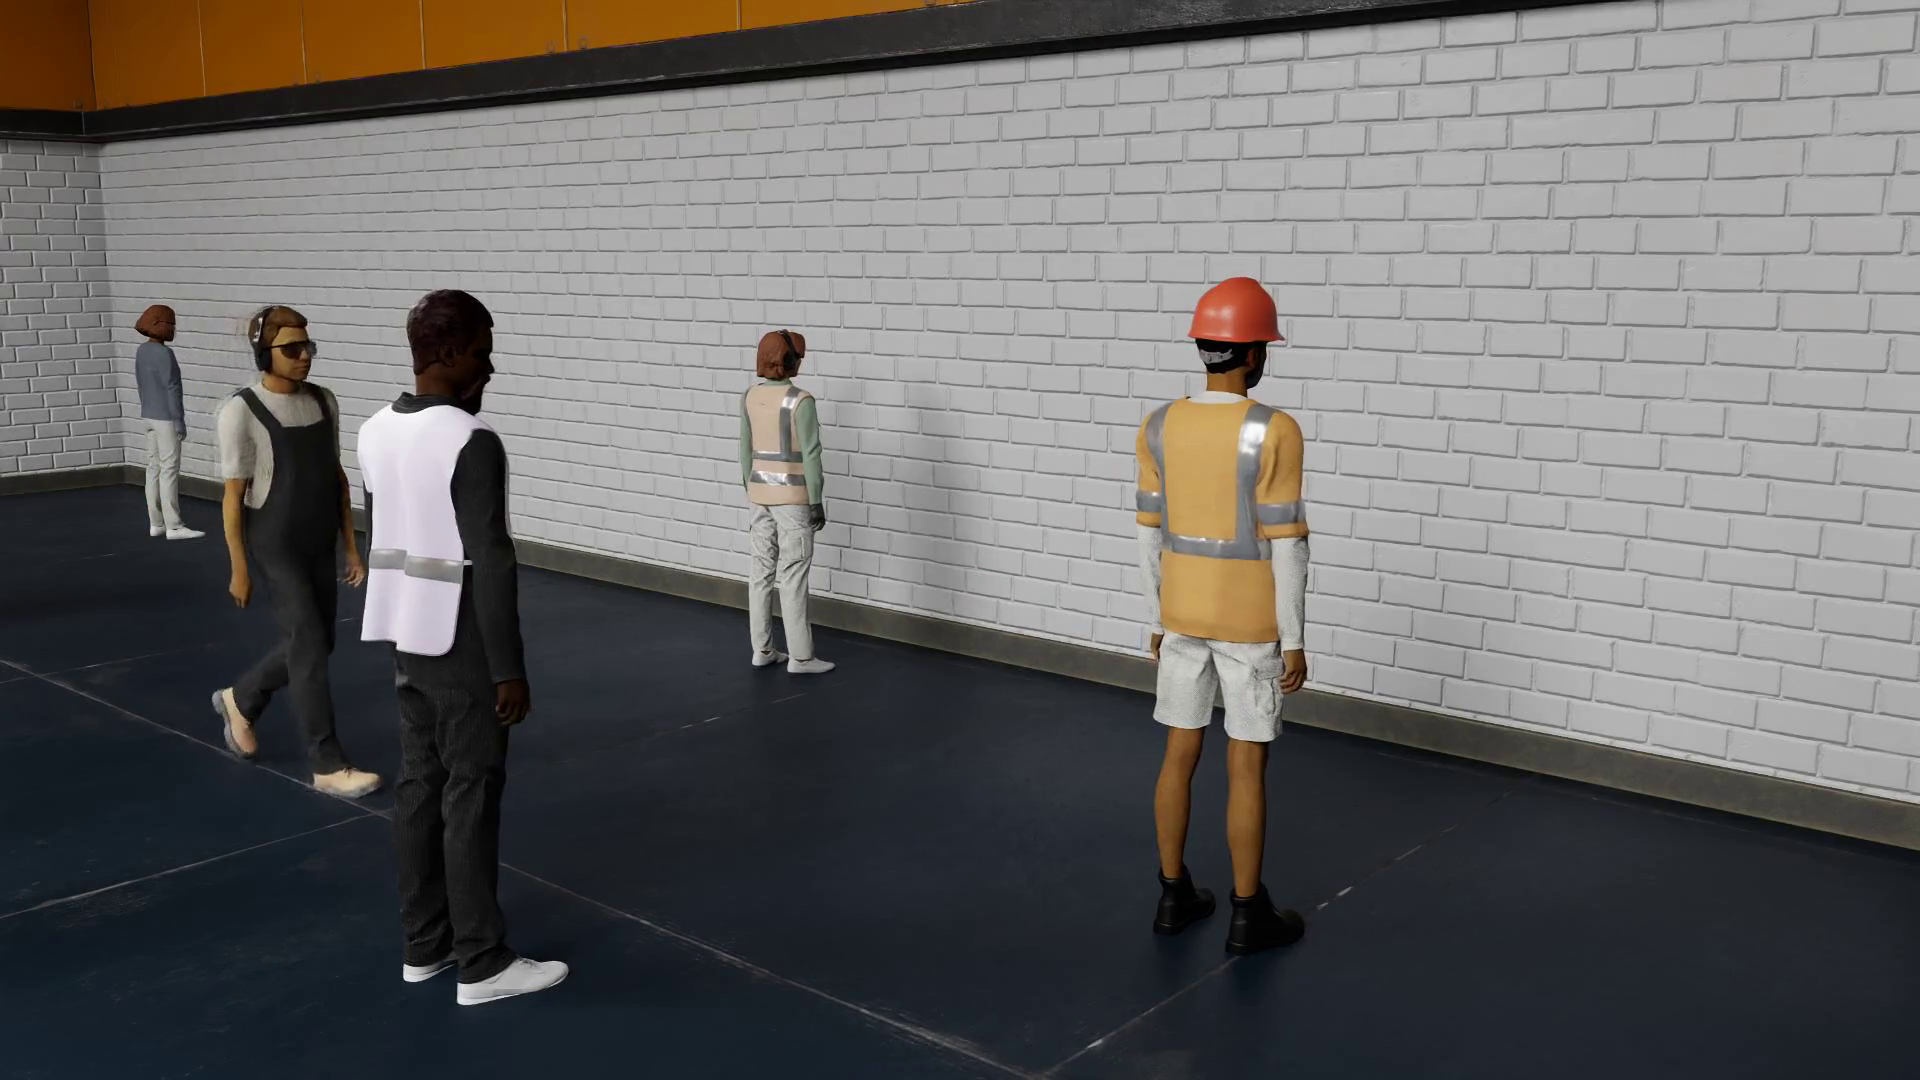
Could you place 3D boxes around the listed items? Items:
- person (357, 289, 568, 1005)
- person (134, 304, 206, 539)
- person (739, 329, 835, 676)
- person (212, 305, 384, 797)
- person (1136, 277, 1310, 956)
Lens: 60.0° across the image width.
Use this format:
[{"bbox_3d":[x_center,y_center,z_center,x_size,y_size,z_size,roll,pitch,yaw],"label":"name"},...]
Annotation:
[{"bbox_3d":[-1.379,0.293,4.476,0.587,1.914,0.390,9,13,40],"label":"person"},{"bbox_3d":[-5.551,-0.821,11.613,0.498,1.633,0.278,9,13,40],"label":"person"},{"bbox_3d":[-0.841,-0.174,7.910,0.512,1.642,0.311,9,13,40],"label":"person"},{"bbox_3d":[-2.544,0.039,6.219,0.805,1.822,0.522,4,11,21],"label":"person"},{"bbox_3d":[0.768,0.222,4.806,0.542,1.939,0.363,9,13,40],"label":"person"}]
